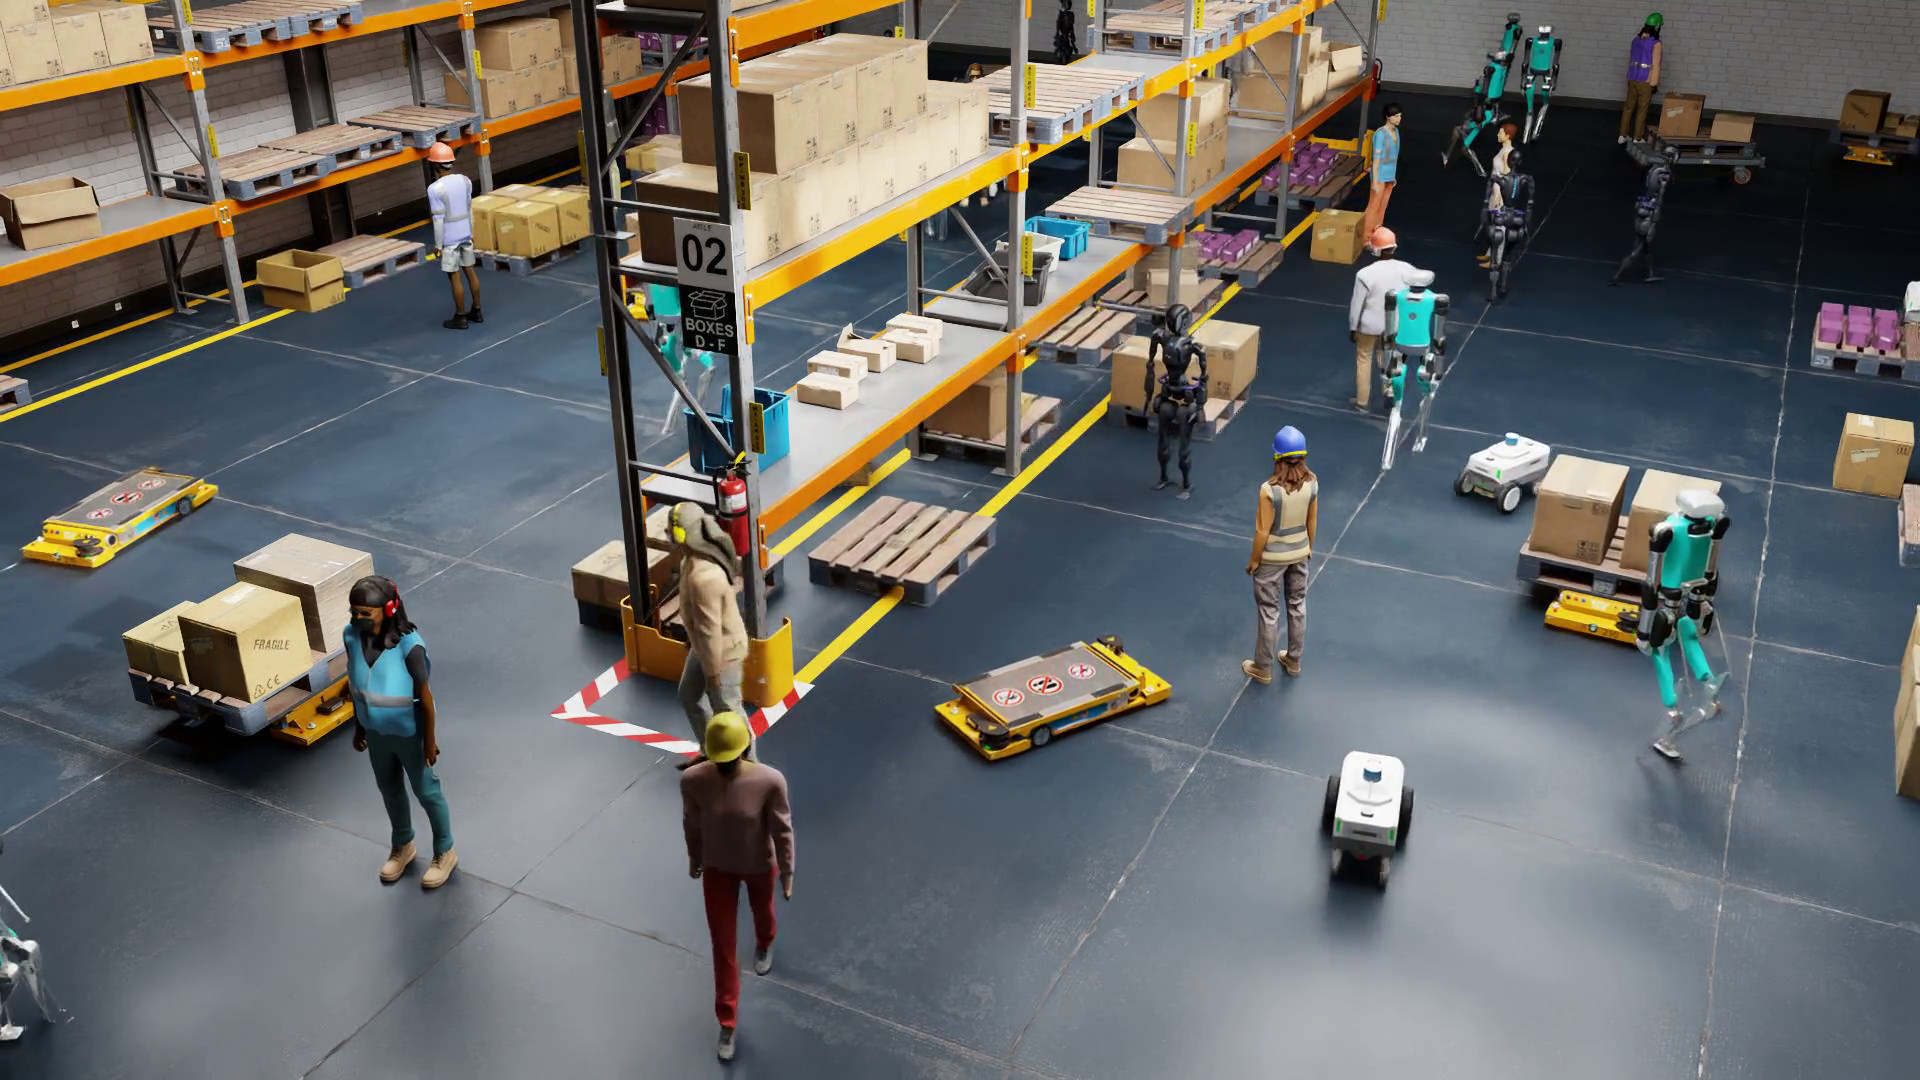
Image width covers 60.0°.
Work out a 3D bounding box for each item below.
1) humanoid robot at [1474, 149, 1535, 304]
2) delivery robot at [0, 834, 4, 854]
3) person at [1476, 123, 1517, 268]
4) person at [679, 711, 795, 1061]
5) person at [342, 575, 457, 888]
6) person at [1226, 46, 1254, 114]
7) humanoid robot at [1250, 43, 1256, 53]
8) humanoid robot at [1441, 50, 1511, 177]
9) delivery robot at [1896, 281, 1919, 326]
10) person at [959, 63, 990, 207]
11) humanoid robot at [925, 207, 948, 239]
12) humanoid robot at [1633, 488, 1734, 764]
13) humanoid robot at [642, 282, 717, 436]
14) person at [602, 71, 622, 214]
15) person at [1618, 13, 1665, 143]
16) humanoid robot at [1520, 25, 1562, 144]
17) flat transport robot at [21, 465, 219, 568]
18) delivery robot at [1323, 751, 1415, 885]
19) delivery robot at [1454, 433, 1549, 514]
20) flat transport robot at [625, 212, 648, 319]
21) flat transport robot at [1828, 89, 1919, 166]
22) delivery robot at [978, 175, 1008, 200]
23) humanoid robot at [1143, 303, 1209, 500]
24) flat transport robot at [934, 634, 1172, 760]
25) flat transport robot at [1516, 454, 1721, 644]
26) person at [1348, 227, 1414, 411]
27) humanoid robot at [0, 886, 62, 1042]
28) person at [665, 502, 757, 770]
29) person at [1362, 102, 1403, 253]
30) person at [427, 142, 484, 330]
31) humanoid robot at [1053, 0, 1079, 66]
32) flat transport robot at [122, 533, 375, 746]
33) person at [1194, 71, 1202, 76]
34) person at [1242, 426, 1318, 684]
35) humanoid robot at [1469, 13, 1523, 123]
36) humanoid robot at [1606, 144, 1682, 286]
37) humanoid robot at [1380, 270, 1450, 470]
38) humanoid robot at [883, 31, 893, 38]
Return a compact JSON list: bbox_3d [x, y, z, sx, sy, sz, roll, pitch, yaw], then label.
[{"bbox_3d":[5.923,-3.417,18.097,0.590,1.650,0.508,-1,26,-1],"label":"humanoid robot"},{"bbox_3d":[-5.775,1.601,9.206,0.752,0.581,0.504,11,28,21],"label":"delivery robot"},{"bbox_3d":[6.243,-3.992,19.270,0.285,1.661,0.449,5,27,11],"label":"person"},{"bbox_3d":[-1.056,1.548,8.012,0.536,1.716,0.904,0,26,0],"label":"person"},{"bbox_3d":[-3.019,1.019,8.935,0.505,1.860,0.389,9,28,18],"label":"person"},{"bbox_3d":[4.028,-6.636,24.455,0.823,1.798,0.526,-5,27,-9],"label":"person"},{"bbox_3d":[4.545,-7.024,25.433,0.805,1.616,0.616,-14,29,-26],"label":"humanoid robot"},{"bbox_3d":[7.110,-5.993,23.268,0.538,1.772,0.967,-23,34,-38],"label":"humanoid robot"},{"bbox_3d":[10.076,-2.431,17.389,0.499,0.614,0.817,12,29,23],"label":"delivery robot"},{"bbox_3d":[0.201,-5.258,21.623,0.506,1.846,0.346,-1,26,-2],"label":"person"},{"bbox_3d":[-0.357,-4.508,20.283,0.538,1.797,0.799,-2,26,-3],"label":"humanoid robot"},{"bbox_3d":[4.375,0.609,9.926,0.531,1.830,0.628,-10,28,-19],"label":"humanoid robot"},{"bbox_3d":[-2.436,-1.816,14.802,0.548,1.804,0.715,11,28,21],"label":"humanoid robot"},{"bbox_3d":[-4.551,-5.108,21.317,0.388,1.847,0.564,2,26,4],"label":"person"},{"bbox_3d":[10.143,-6.840,24.722,0.405,1.929,0.549,-12,29,-23],"label":"person"},{"bbox_3d":[8.680,-6.810,24.929,0.540,1.833,0.757,11,28,21],"label":"humanoid robot"},{"bbox_3d":[-6.635,-0.200,13.182,0.659,0.231,1.431,7,27,15],"label":"flat transport robot"},{"bbox_3d":[2.307,1.514,9.397,0.499,0.595,0.770,8,27,15],"label":"delivery robot"},{"bbox_3d":[4.484,-0.588,13.627,0.766,0.580,0.499,-18,32,-33],"label":"delivery robot"},{"bbox_3d":[-3.137,-2.734,18.300,0.659,0.231,1.431,5,27,10],"label":"flat transport robot"},{"bbox_3d":[13.470,-5.730,24.353,0.659,0.231,1.431,19,32,34],"label":"flat transport robot"},{"bbox_3d":[0.360,-4.925,22.388,0.499,0.581,0.767,17,31,30],"label":"delivery robot"},{"bbox_3d":[1.763,-1.133,13.482,0.609,1.649,0.367,18,32,32],"label":"humanoid robot"},{"bbox_3d":[0.609,1.002,10.754,1.431,0.231,0.659,-16,30,-29],"label":"flat transport robot"},{"bbox_3d":[4.756,0.314,12.144,0.659,0.231,1.431,14,29,26],"label":"flat transport robot"},{"bbox_3d":[3.808,-1.980,15.120,0.577,1.733,0.436,-6,27,-11],"label":"person"},{"bbox_3d":[-4.666,1.680,7.850,0.814,1.870,0.558,1,26,1],"label":"humanoid robot"},{"bbox_3d":[-1.487,0.636,9.732,0.550,1.849,0.561,-7,27,-13],"label":"person"},{"bbox_3d":[5.046,-4.318,19.813,0.303,1.764,0.505,21,33,35],"label":"person"},{"bbox_3d":[-5.266,-3.150,17.263,0.359,1.938,0.544,13,29,25],"label":"person"},{"bbox_3d":[1.798,-8.255,27.867,0.387,1.649,0.611,15,30,28],"label":"humanoid robot"},{"bbox_3d":[-4.555,0.952,10.855,1.431,0.231,0.659,12,29,23],"label":"flat transport robot"},{"bbox_3d":[3.535,-7.294,25.715,0.650,1.873,0.771,17,31,30],"label":"person"},{"bbox_3d":[2.092,0.097,10.880,0.481,1.776,0.322,-11,28,-21],"label":"person"},{"bbox_3d":[8.242,-7.293,25.844,0.962,1.724,0.544,0,26,0],"label":"humanoid robot"},{"bbox_3d":[7.667,-3.608,18.520,0.684,1.618,0.612,6,27,11],"label":"humanoid robot"},{"bbox_3d":[3.903,-1.521,14.222,0.532,1.780,0.879,11,29,22],"label":"humanoid robot"},{"bbox_3d":[-1.070,-6.797,24.951,0.611,1.625,0.717,-5,27,-9],"label":"humanoid robot"}]
